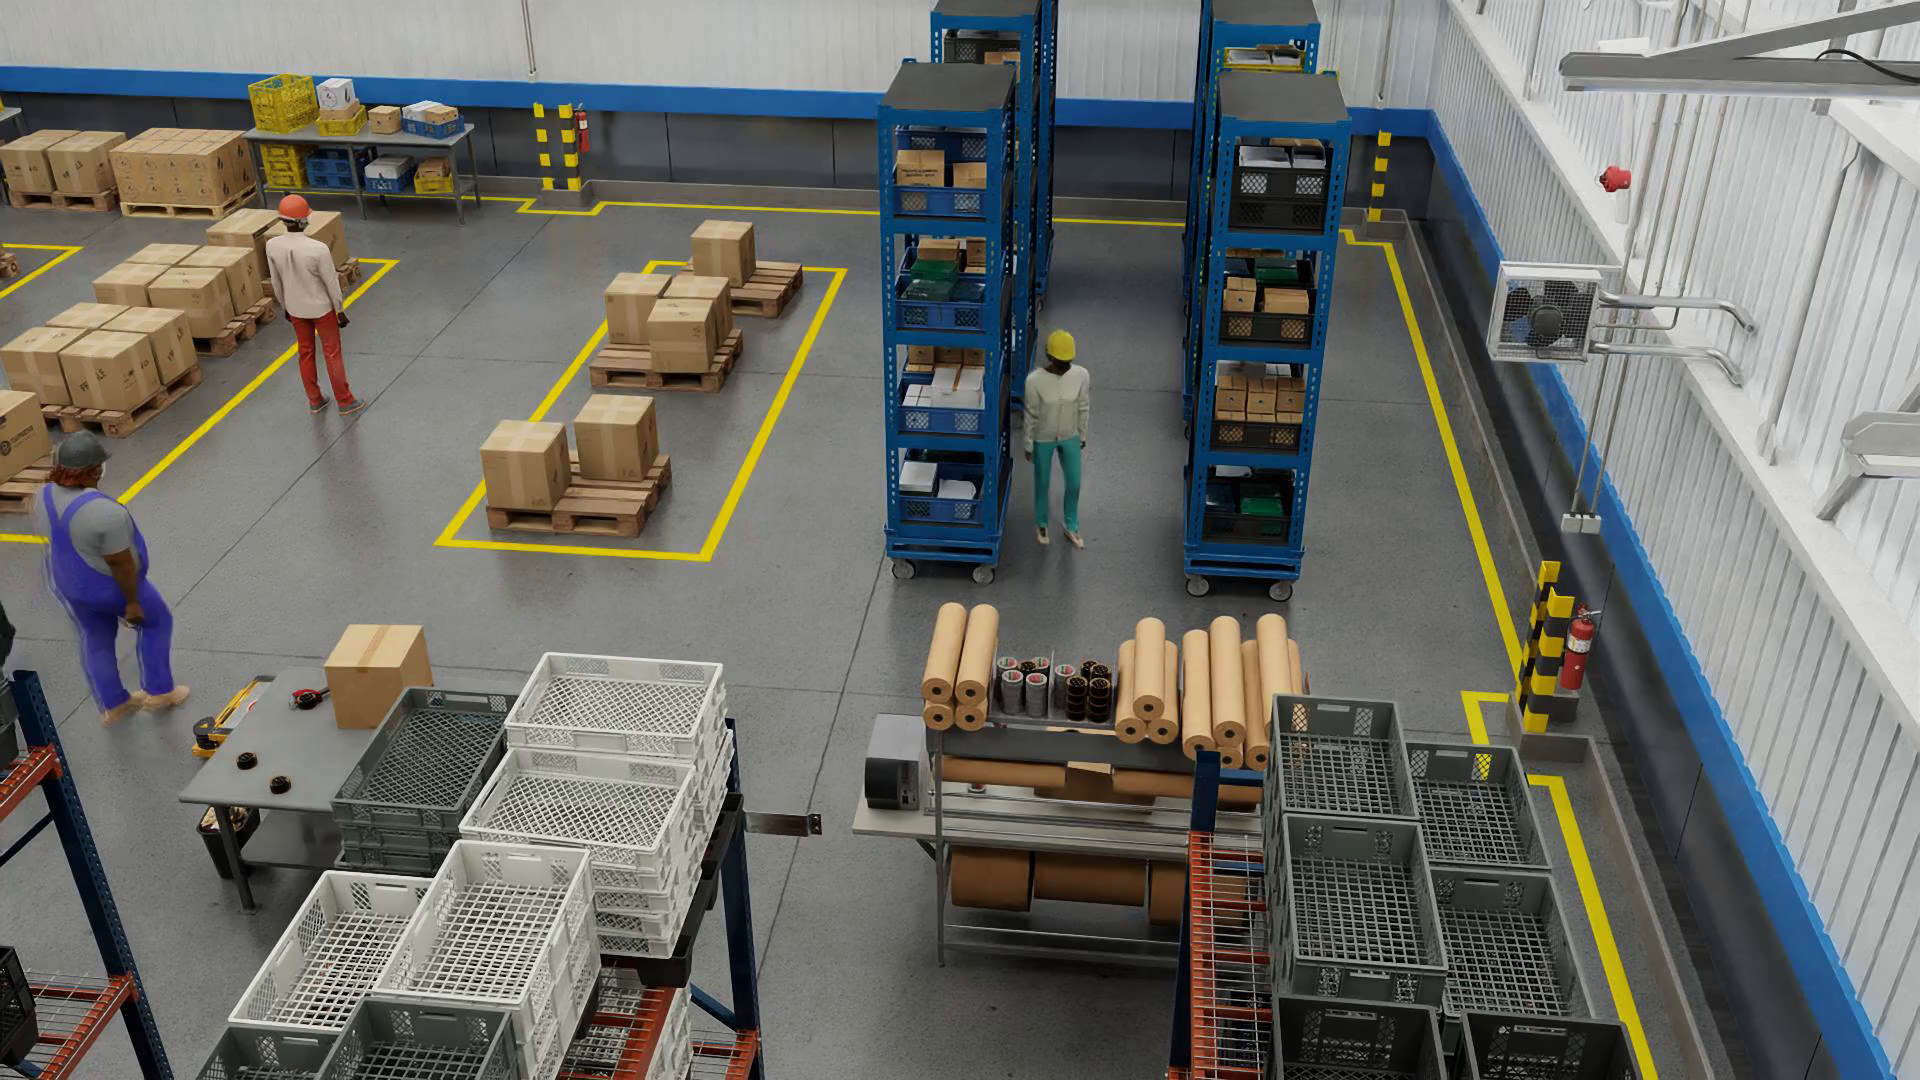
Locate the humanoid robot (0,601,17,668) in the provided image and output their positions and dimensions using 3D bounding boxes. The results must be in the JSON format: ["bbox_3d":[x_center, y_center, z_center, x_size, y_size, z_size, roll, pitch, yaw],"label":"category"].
[{"bbox_3d":[-6.441,0.301,10.764,0.602,1.646,0.424,8,31,14],"label":"humanoid robot"}]

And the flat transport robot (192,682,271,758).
[{"bbox_3d":[-4.089,1.163,10.648,1.431,0.197,0.652,3,30,6],"label":"flat transport robot"}]

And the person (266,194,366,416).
[{"bbox_3d":[-5.614,-2.021,14.430,0.615,1.994,0.378,5,31,9],"label":"person"}]

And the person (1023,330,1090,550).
[{"bbox_3d":[0.730,-0.742,12.466,0.538,1.761,0.415,-7,31,-12],"label":"person"}]

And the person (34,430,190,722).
[{"bbox_3d":[-5.378,0.218,10.540,0.699,2.000,0.600,10,32,17],"label":"person"}]
